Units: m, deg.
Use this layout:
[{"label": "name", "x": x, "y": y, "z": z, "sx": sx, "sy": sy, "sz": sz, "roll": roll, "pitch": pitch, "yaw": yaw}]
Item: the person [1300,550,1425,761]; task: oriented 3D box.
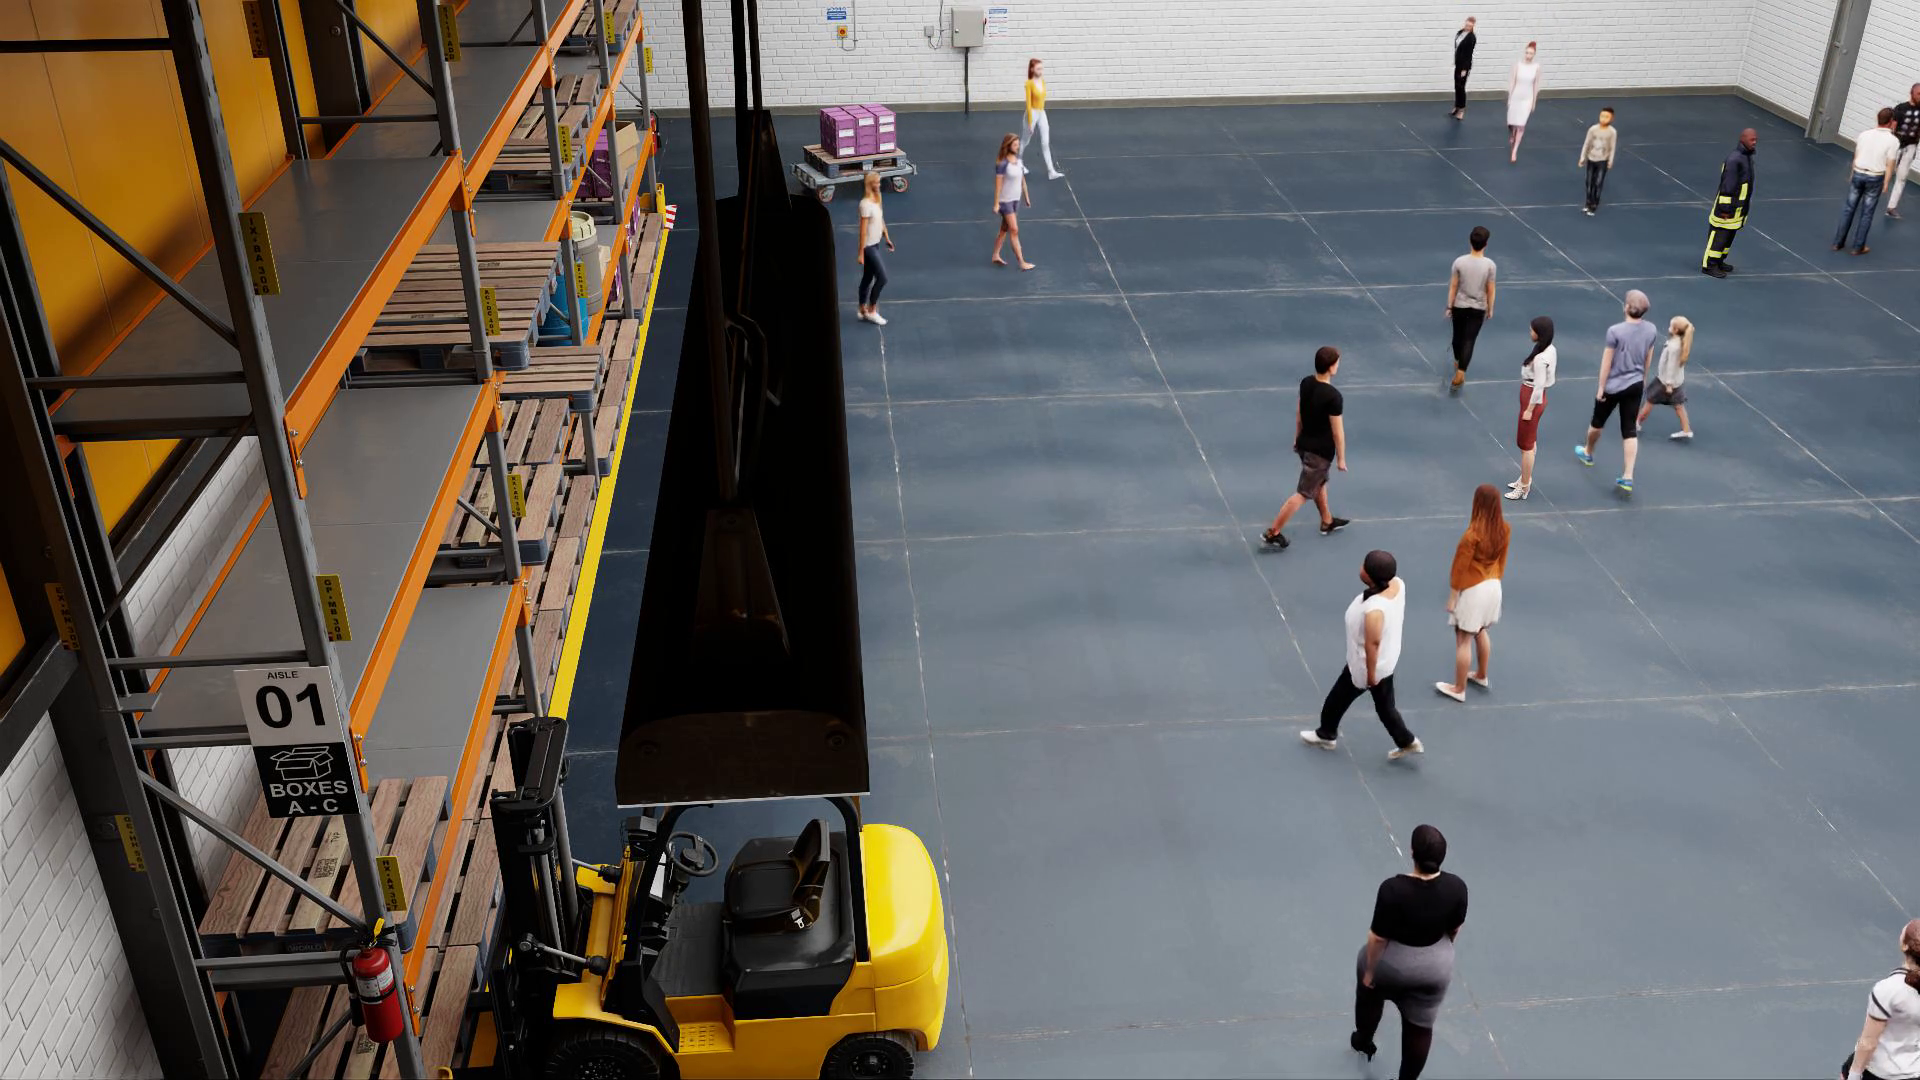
[{"label": "person", "x": 2.901, "y": 0.825, "z": 11.527, "sx": 1.136, "sy": 1.659, "sz": 1.100, "roll": 20, "pitch": 35, "yaw": 32}]

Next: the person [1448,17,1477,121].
[{"label": "person", "x": 8.209, "y": -7.733, "z": 27.192, "sx": 0.832, "sy": 1.682, "sz": 0.578, "roll": -2, "pitch": 29, "yaw": -4}]

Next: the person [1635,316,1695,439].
[{"label": "person", "x": 7.051, "y": -1.565, "z": 16.343, "sx": 0.942, "sy": 1.243, "sz": 0.838, "roll": 23, "pitch": 36, "yaw": 36}]

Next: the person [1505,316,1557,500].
[{"label": "person", "x": 5.205, "y": -1.201, "z": 15.144, "sx": 0.740, "sy": 1.752, "sz": 0.619, "roll": 12, "pitch": 31, "yaw": 21}]

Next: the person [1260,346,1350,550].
[{"label": "person", "x": 2.975, "y": -0.763, "z": 14.258, "sx": 1.016, "sy": 1.830, "sz": 1.235, "roll": -12, "pitch": 31, "yaw": -21}]

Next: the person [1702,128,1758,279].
[{"label": "person", "x": 9.526, "y": -4.196, "z": 20.562, "sx": 0.912, "sy": 1.822, "sz": 0.860, "roll": 24, "pitch": 36, "yaw": 36}]

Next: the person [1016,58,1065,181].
[{"label": "person", "x": 1.014, "y": -6.095, "z": 24.179, "sx": 1.112, "sy": 1.690, "sz": 1.233, "roll": -26, "pitch": 38, "yaw": -38}]

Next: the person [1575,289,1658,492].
[{"label": "person", "x": 6.135, "y": -1.335, "z": 15.298, "sx": 0.695, "sy": 1.840, "sz": 1.213, "roll": -2, "pitch": 29, "yaw": -3}]

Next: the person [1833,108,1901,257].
[{"label": "person", "x": 11.589, "y": -4.593, "z": 21.258, "sx": 0.799, "sy": 1.851, "sz": 0.699, "roll": -22, "pitch": 36, "yaw": -35}]

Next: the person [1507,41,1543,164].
[{"label": "person", "x": 8.446, "y": -6.580, "z": 24.971, "sx": 0.759, "sy": 1.784, "sz": 0.901, "roll": 10, "pitch": 30, "yaw": 17}]

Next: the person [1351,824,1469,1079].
[{"label": "person", "x": 2.383, "y": 2.306, "z": 8.730, "sx": 0.673, "sy": 1.737, "sz": 0.797, "roll": -2, "pitch": 29, "yaw": -3}]

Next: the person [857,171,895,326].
[{"label": "person", "x": -1.125, "y": -3.333, "z": 19.008, "sx": 0.739, "sy": 1.794, "sz": 0.652, "roll": 2, "pitch": 29, "yaw": 4}]

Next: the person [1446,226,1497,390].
[{"label": "person", "x": 5.318, "y": -2.403, "z": 17.417, "sx": 0.979, "sy": 1.686, "sz": 1.205, "roll": 12, "pitch": 31, "yaw": 21}]

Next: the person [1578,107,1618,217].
[{"label": "person", "x": 8.775, "y": -5.220, "z": 22.828, "sx": 0.799, "sy": 1.448, "sz": 0.881, "roll": 19, "pitch": 34, "yaw": 31}]

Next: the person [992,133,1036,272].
[{"label": "person", "x": 0.537, "y": -4.229, "z": 20.749, "sx": 1.049, "sy": 1.699, "sz": 0.999, "roll": 21, "pitch": 35, "yaw": 33}]

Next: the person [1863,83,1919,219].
[{"label": "person", "x": 12.794, "y": -5.345, "z": 22.711, "sx": 0.699, "sy": 1.781, "sz": 1.064, "roll": -1, "pitch": 29, "yaw": -2}]

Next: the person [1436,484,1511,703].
[{"label": "person", "x": 3.819, "y": 0.398, "z": 12.251, "sx": 0.709, "sy": 1.715, "sz": 0.718, "roll": -15, "pitch": 32, "yaw": -25}]
